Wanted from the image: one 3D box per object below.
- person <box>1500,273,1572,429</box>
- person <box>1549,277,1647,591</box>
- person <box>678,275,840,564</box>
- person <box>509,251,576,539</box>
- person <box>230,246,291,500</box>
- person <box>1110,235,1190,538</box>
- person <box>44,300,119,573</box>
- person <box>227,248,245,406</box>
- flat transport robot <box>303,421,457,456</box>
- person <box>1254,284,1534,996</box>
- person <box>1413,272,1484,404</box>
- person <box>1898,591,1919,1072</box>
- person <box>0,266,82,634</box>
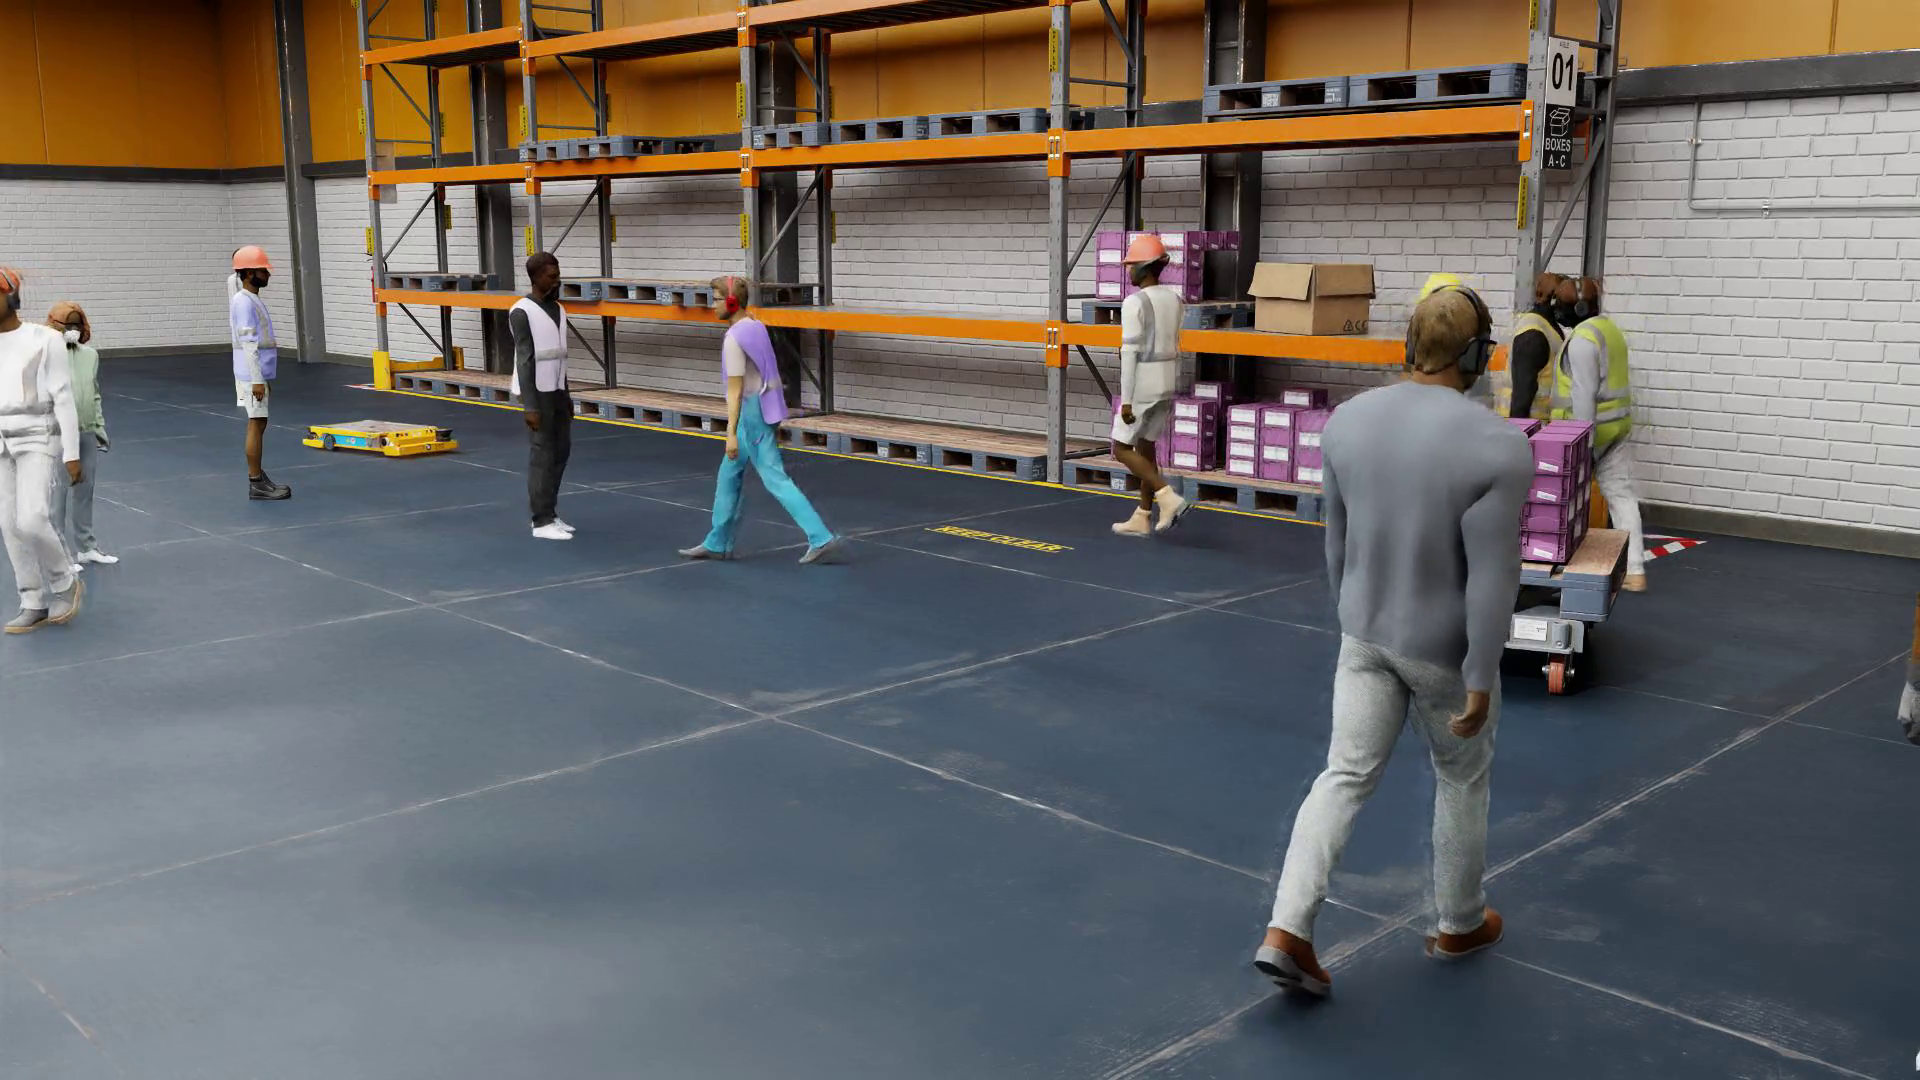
[{"bbox_3d":[3.399,-0.710,10.068,0.775,1.809,0.636,5,12,26],"label":"person"},{"bbox_3d":[3.558,-0.607,9.561,0.628,1.777,0.954,-10,14,-42],"label":"person"},{"bbox_3d":[-1.219,-0.719,10.169,0.995,1.791,0.579,1,10,4],"label":"person"},{"bbox_3d":[-2.784,-0.964,11.159,0.406,1.921,0.604,3,11,14],"label":"person"},{"bbox_3d":[-5.390,-1.278,12.783,0.349,1.942,0.543,-4,11,-20],"label":"person"},{"bbox_3d":[1.274,-0.991,10.981,0.587,2.025,0.611,10,14,42],"label":"person"},{"bbox_3d":[-5.377,-0.630,10.091,0.289,1.633,0.501,3,11,16],"label":"person"},{"bbox_3d":[-8.489,-2.520,19.769,0.328,1.865,0.519,-2,11,-10],"label":"person"},{"bbox_3d":[-5.476,-0.971,15.667,1.431,0.197,0.652,7,12,33],"label":"flat transport robot"},{"bbox_3d":[1.167,0.281,4.411,0.629,1.907,0.929,10,14,43],"label":"person"},{"bbox_3d":[2.749,-0.586,9.329,0.503,1.816,0.601,7,13,34],"label":"person"},{"bbox_3d":[2.706,0.357,4.238,1.000,1.822,0.516,-8,13,-38],"label":"person"},{"bbox_3d":[-4.784,-0.443,8.430,0.604,1.864,0.422,1,10,7],"label":"person"}]
